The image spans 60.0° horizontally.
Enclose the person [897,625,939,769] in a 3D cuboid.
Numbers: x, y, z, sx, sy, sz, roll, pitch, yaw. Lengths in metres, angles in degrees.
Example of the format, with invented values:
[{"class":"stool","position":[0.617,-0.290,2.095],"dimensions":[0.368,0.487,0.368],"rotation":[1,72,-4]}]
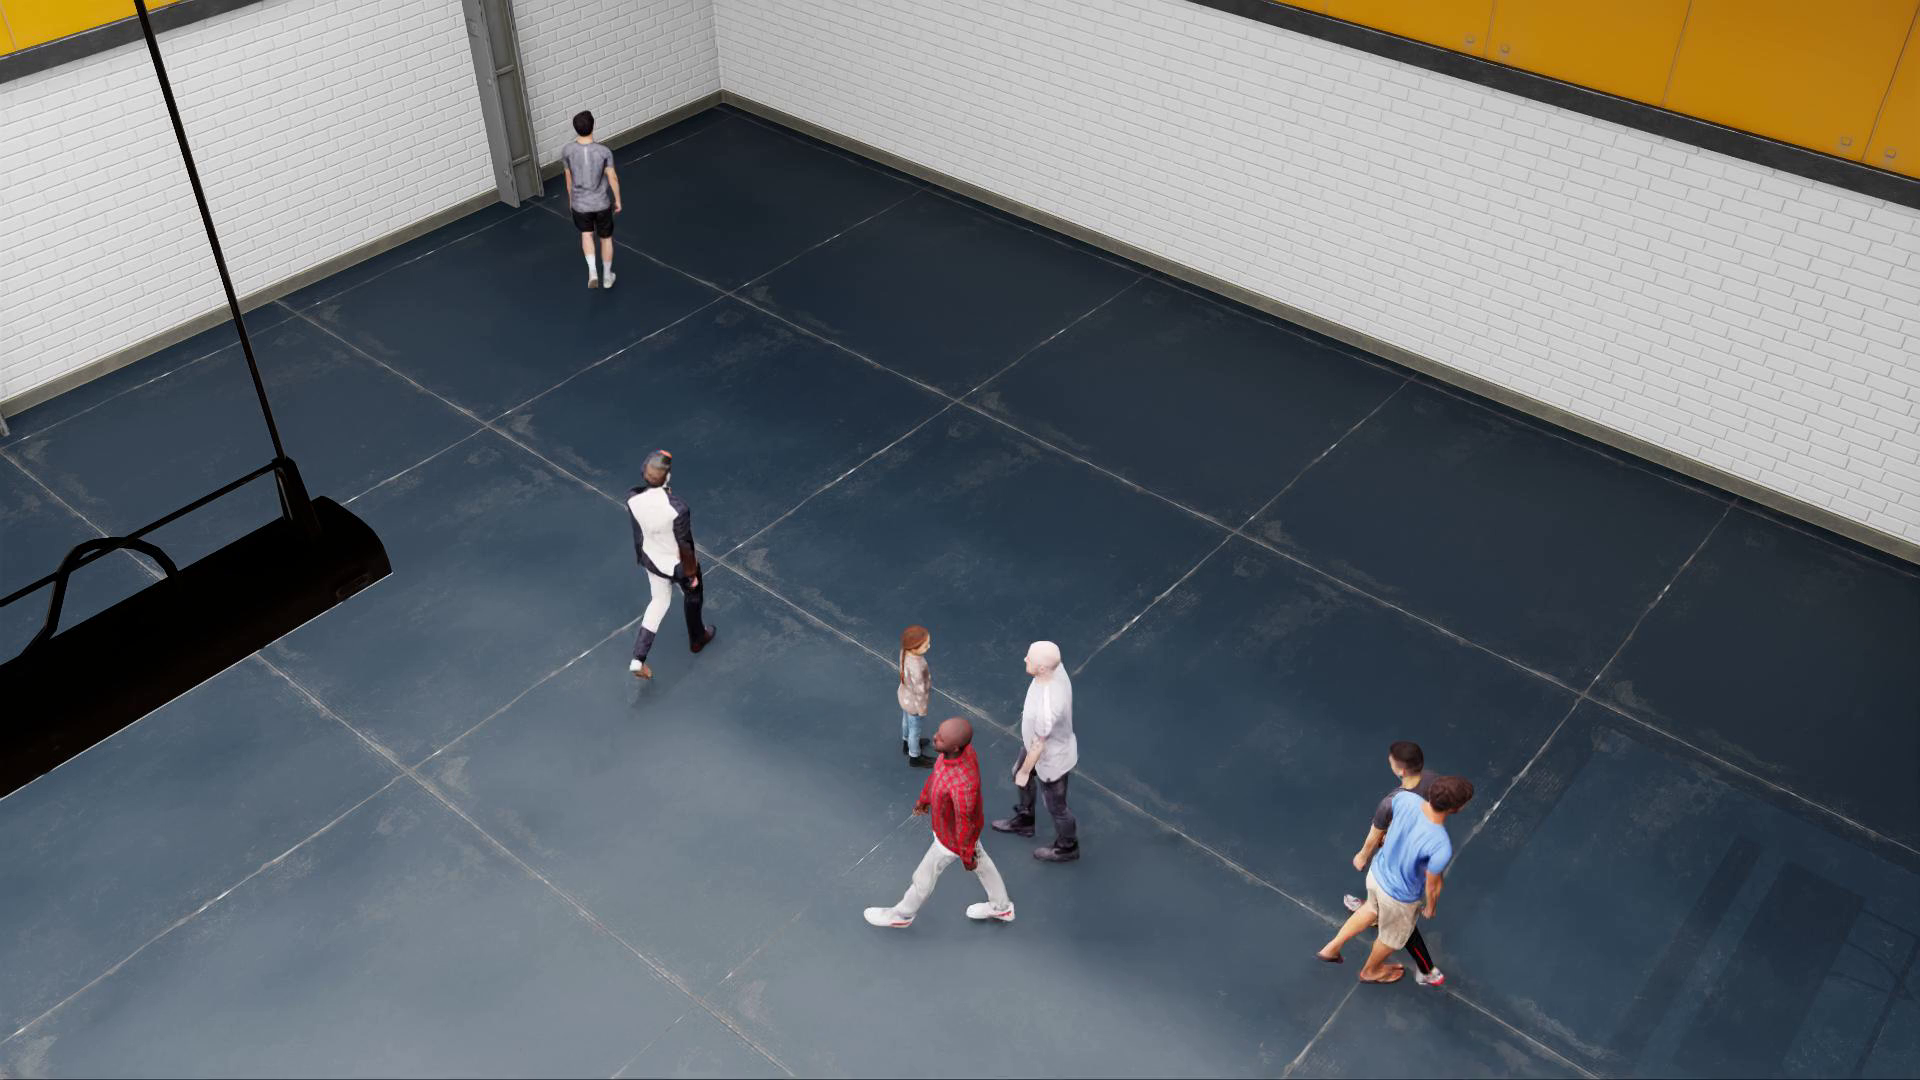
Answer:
[{"class":"person","position":[-0.319,1.054,11.325],"dimensions":[0.598,1.192,0.560],"rotation":[-10,40,-12]}]

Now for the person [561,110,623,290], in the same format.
[{"class":"person","position":[-3.593,-3.239,16.173],"dimensions":[0.886,1.852,0.948],"rotation":[-1,39,-1]}]

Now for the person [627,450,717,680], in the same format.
[{"class":"person","position":[-2.120,0.208,11.841],"dimensions":[0.858,1.871,1.178],"rotation":[17,42,20]}]

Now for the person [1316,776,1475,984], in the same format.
[{"class":"person","position":[2.464,2.012,9.612],"dimensions":[0.998,1.834,0.927],"rotation":[-16,41,-19]}]

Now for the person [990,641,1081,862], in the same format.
[{"class":"person","position":[0.654,1.358,10.449],"dimensions":[0.972,1.810,0.927],"rotation":[1,39,1]}]

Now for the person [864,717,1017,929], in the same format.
[{"class":"person","position":[0.068,1.721,10.021],"dimensions":[1.180,1.778,1.204],"rotation":[2,39,2]}]

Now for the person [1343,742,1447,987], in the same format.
[{"class":"person","position":[2.648,1.934,9.800],"dimensions":[1.052,1.721,0.783],"rotation":[-27,46,-30]}]
